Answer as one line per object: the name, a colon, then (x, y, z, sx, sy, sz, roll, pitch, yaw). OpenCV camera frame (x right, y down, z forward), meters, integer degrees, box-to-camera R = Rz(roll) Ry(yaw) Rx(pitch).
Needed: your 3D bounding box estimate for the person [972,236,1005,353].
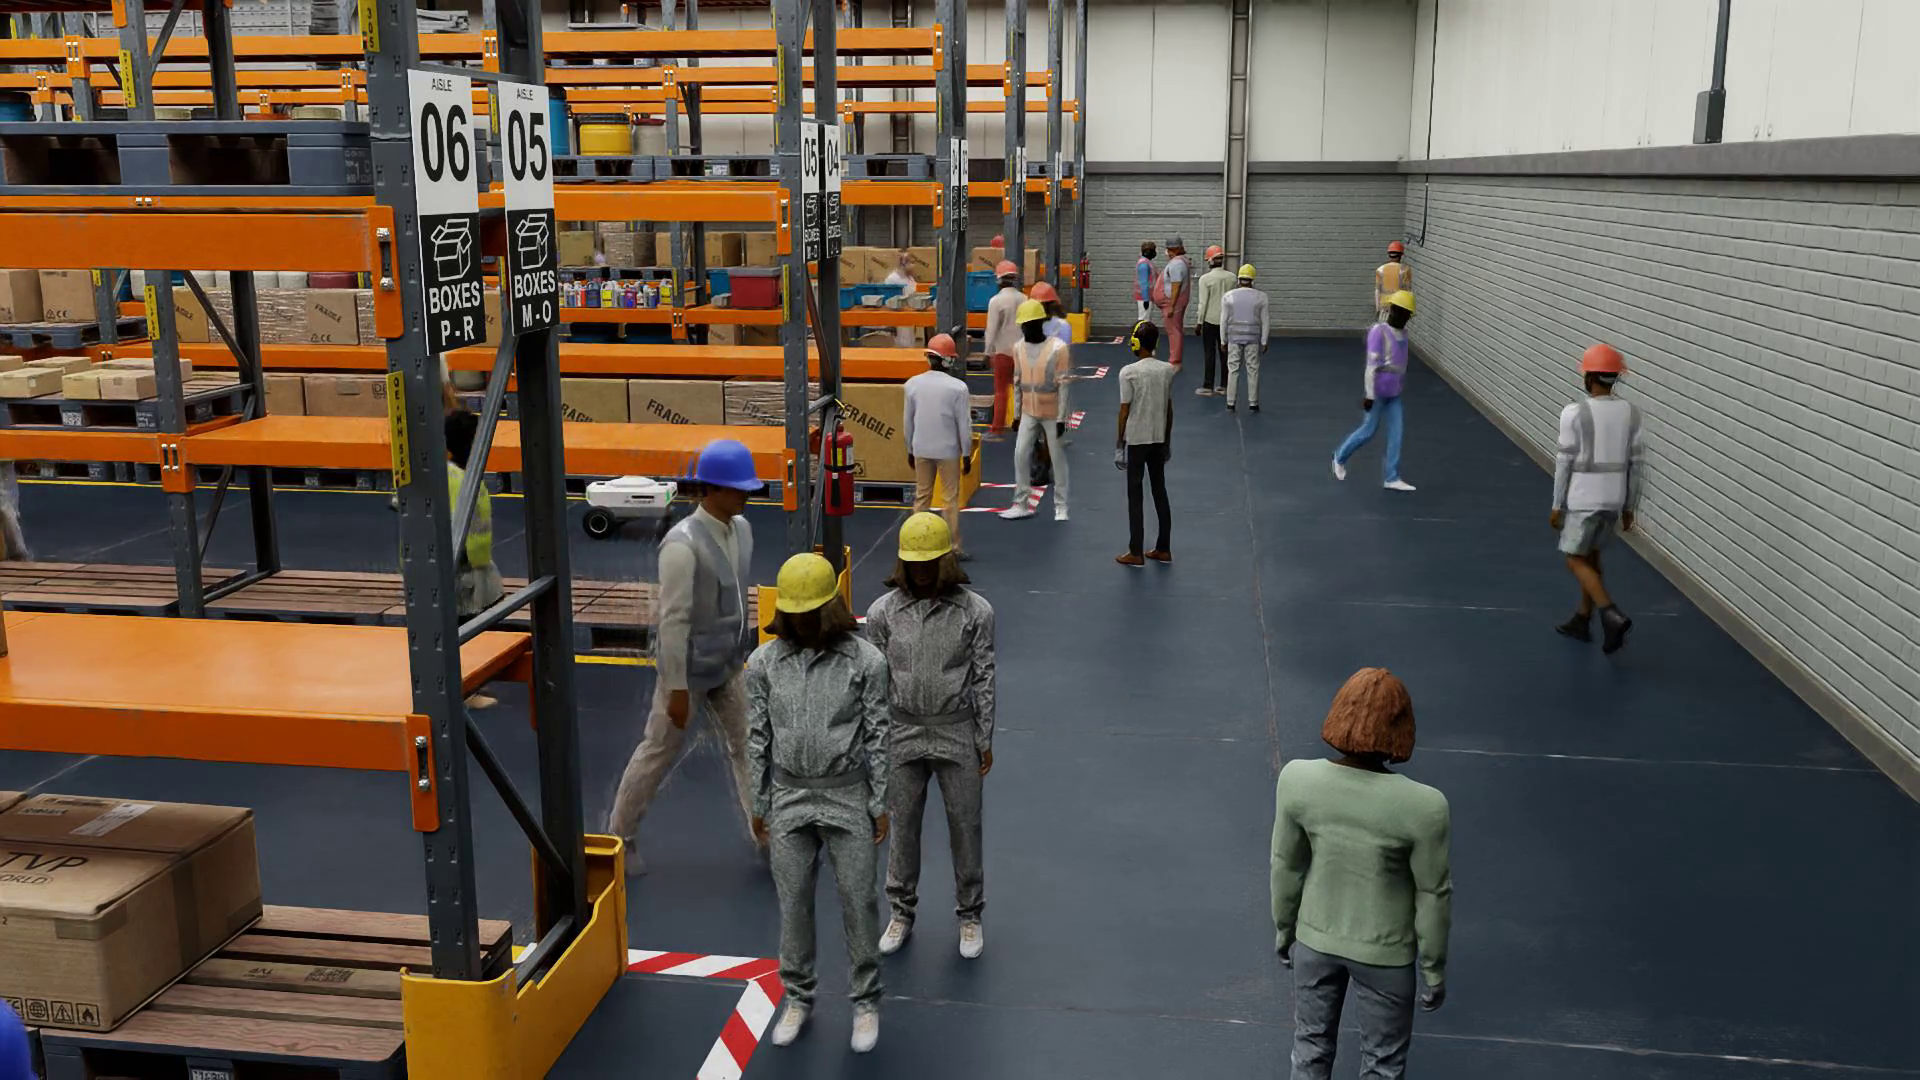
person: (0.553, -3.752, 25.994, 0.949, 1.949, 0.642, 3, 13, 11)

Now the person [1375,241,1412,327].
person: (6.469, -3.484, 24.843, 0.544, 1.936, 0.359, 7, 15, 30)

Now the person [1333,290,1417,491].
person: (3.969, -1.427, 15.738, 0.645, 1.865, 0.881, -11, 16, -40)

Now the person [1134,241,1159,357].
person: (3.032, -3.899, 26.929, 0.429, 1.845, 0.621, 2, 13, 8)

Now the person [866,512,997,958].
person: (-0.109, 0.741, 6.235, 0.486, 1.737, 0.355, 1, 13, 5)

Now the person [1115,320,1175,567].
person: (1.395, -0.726, 12.575, 0.508, 1.861, 0.326, -7, 14, -29)

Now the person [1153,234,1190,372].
person: (3.156, -3.544, 24.869, 0.538, 2.000, 0.689, 4, 13, 16)

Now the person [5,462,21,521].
person: (-8.231, -0.998, 14.011, 0.527, 1.765, 0.329, 3, 13, 15)

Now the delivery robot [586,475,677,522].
delivery robot: (-2.687, -0.357, 13.651, 0.707, 0.478, 0.477, 0, 13, 1)

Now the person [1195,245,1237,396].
person: (3.401, -2.917, 22.163, 0.608, 1.987, 0.388, -7, 14, -29)

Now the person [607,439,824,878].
person: (-1.119, 0.507, 6.948, 0.942, 1.898, 0.647, 5, 13, 21)

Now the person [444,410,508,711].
person: (-2.694, 0.120, 9.140, 0.378, 1.680, 0.547, 0, 12, -2)

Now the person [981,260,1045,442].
person: (0.560, -2.066, 18.310, 0.592, 1.994, 0.742, 11, 17, 41)

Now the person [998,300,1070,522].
person: (0.677, -1.080, 14.095, 0.591, 1.892, 0.623, 9, 16, 36)

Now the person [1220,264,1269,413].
person: (3.515, -2.486, 20.569, 0.603, 1.830, 0.404, 3, 13, 13)

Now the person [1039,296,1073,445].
person: (1.033, -1.850, 18.158, 0.315, 1.631, 0.524, -11, 17, -42)

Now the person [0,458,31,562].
person: (-7.305, -0.644, 12.329, 0.894, 1.785, 0.612, 4, 13, 16)

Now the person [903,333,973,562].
person: (-0.154, -0.697, 12.671, 0.573, 1.748, 0.342, 7, 14, 27)

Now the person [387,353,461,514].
person: (-4.498, -1.046, 14.148, 0.583, 1.801, 0.888, 10, 16, 37)

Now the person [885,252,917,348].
person: (-0.752, -2.944, 22.508, 0.422, 1.884, 0.661, 6, 14, 26)

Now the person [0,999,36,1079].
person: (-1.309, 1.504, 2.289, 0.605, 1.951, 0.382, 3, 13, 15)

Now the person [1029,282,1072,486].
person: (0.782, -1.479, 15.798, 0.565, 1.929, 0.435, 10, 16, 38)

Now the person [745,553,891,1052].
person: (-0.479, 0.882, 5.597, 0.491, 1.733, 0.317, 1, 13, 6)

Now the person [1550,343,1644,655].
person: (3.972, -0.246, 10.263, 0.541, 1.916, 0.774, -3, 13, -15)

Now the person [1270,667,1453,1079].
person: (1.106, 1.145, 4.628, 0.507, 1.632, 0.273, 8, 15, 33)
